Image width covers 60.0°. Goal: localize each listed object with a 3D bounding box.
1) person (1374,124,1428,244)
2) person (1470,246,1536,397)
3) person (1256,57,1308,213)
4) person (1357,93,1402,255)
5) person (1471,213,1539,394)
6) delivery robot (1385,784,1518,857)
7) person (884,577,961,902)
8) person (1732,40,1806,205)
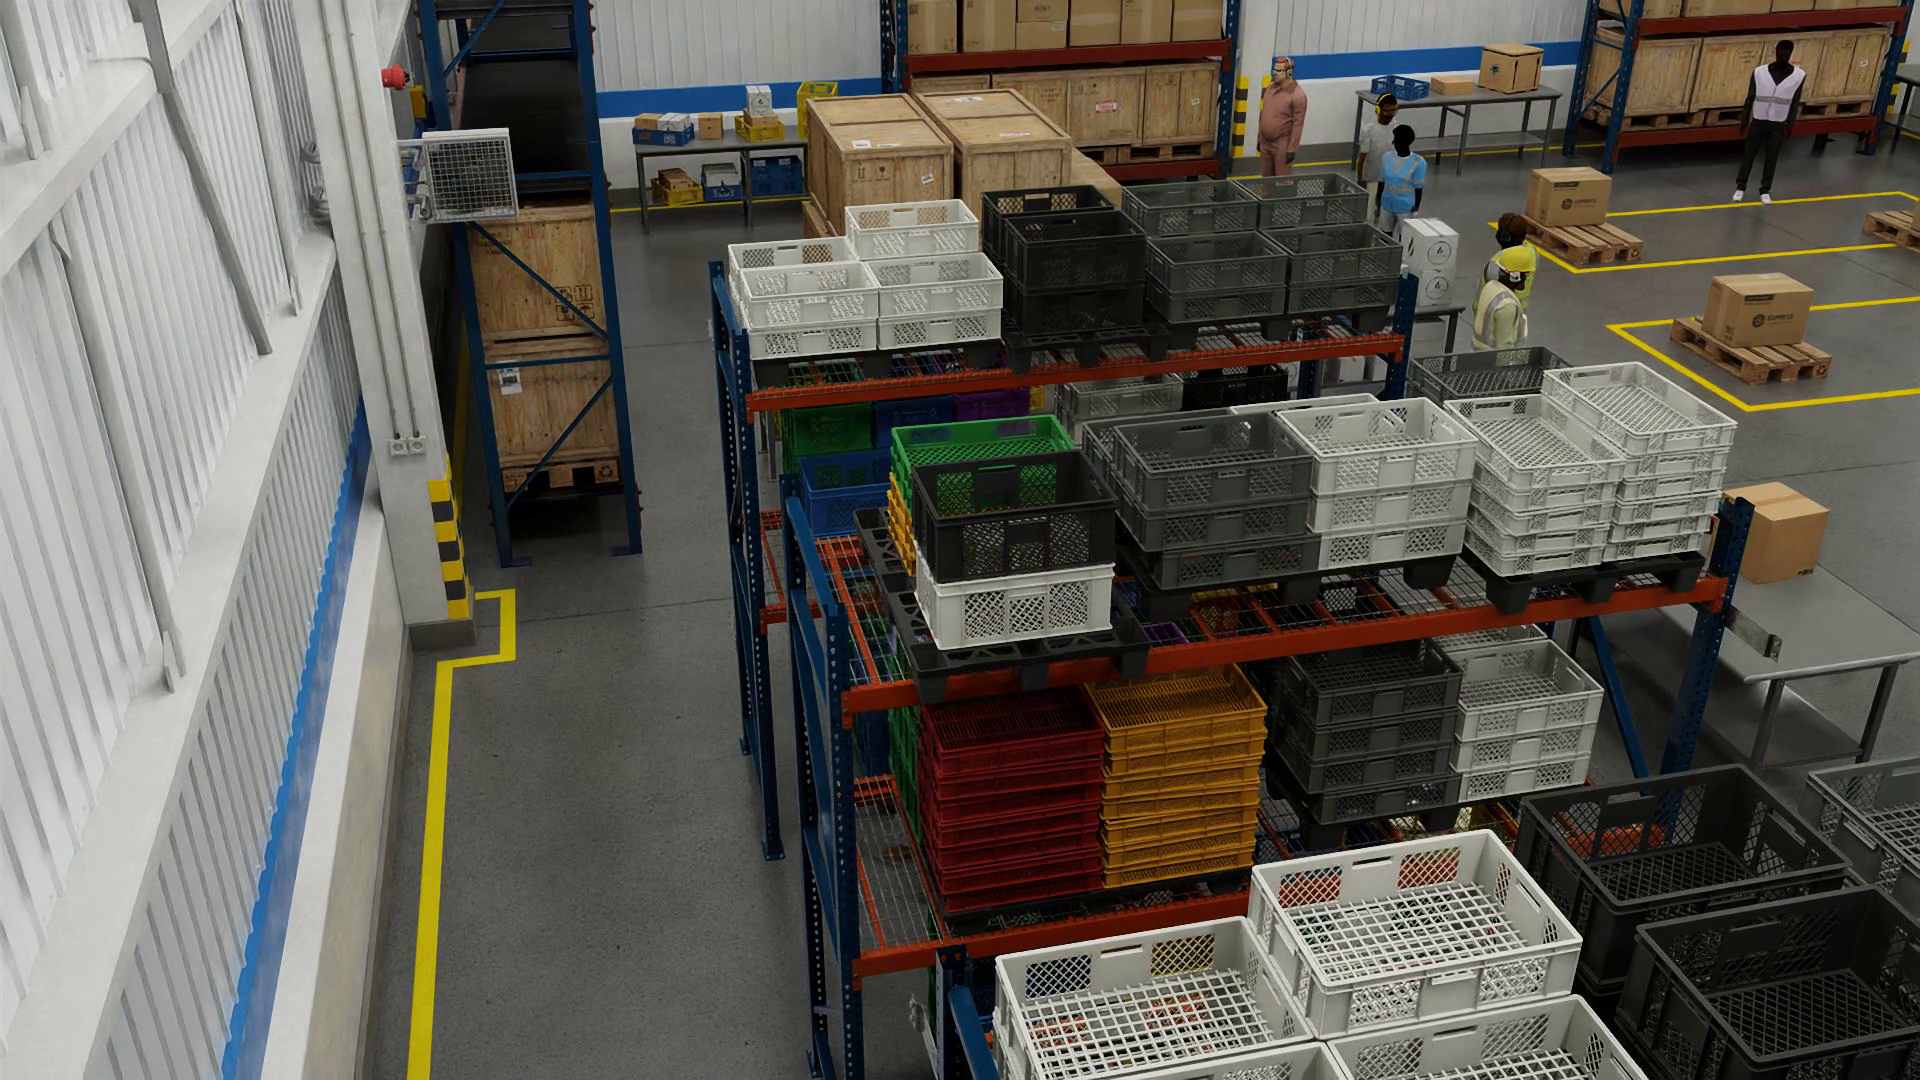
[{"bbox_3d":[4.461,-3.393,16.944,0.319,1.686,0.543,-25,36,-38],"label":"person"},{"bbox_3d":[4.211,-1.418,13.059,0.403,1.825,0.596,3,28,5],"label":"person"},{"bbox_3d":[3.576,-4.483,18.782,0.410,1.909,0.643,-16,32,-28],"label":"person"},{"bbox_3d":[4.394,-3.774,17.496,0.520,1.858,0.329,-12,30,-21],"label":"person"},{"bbox_3d":[4.444,-1.804,13.767,0.429,1.843,0.633,25,37,38],"label":"person"},{"bbox_3d":[2.559,1.475,8.820,0.707,0.478,0.477,1,28,2],"label":"delivery robot"},{"bbox_3d":[-0.160,0.950,8.439,0.354,1.937,0.635,-14,31,-24],"label":"person"},{"bbox_3d":[9.548,-4.946,19.657,0.589,1.909,0.372,12,30,21],"label":"person"}]
